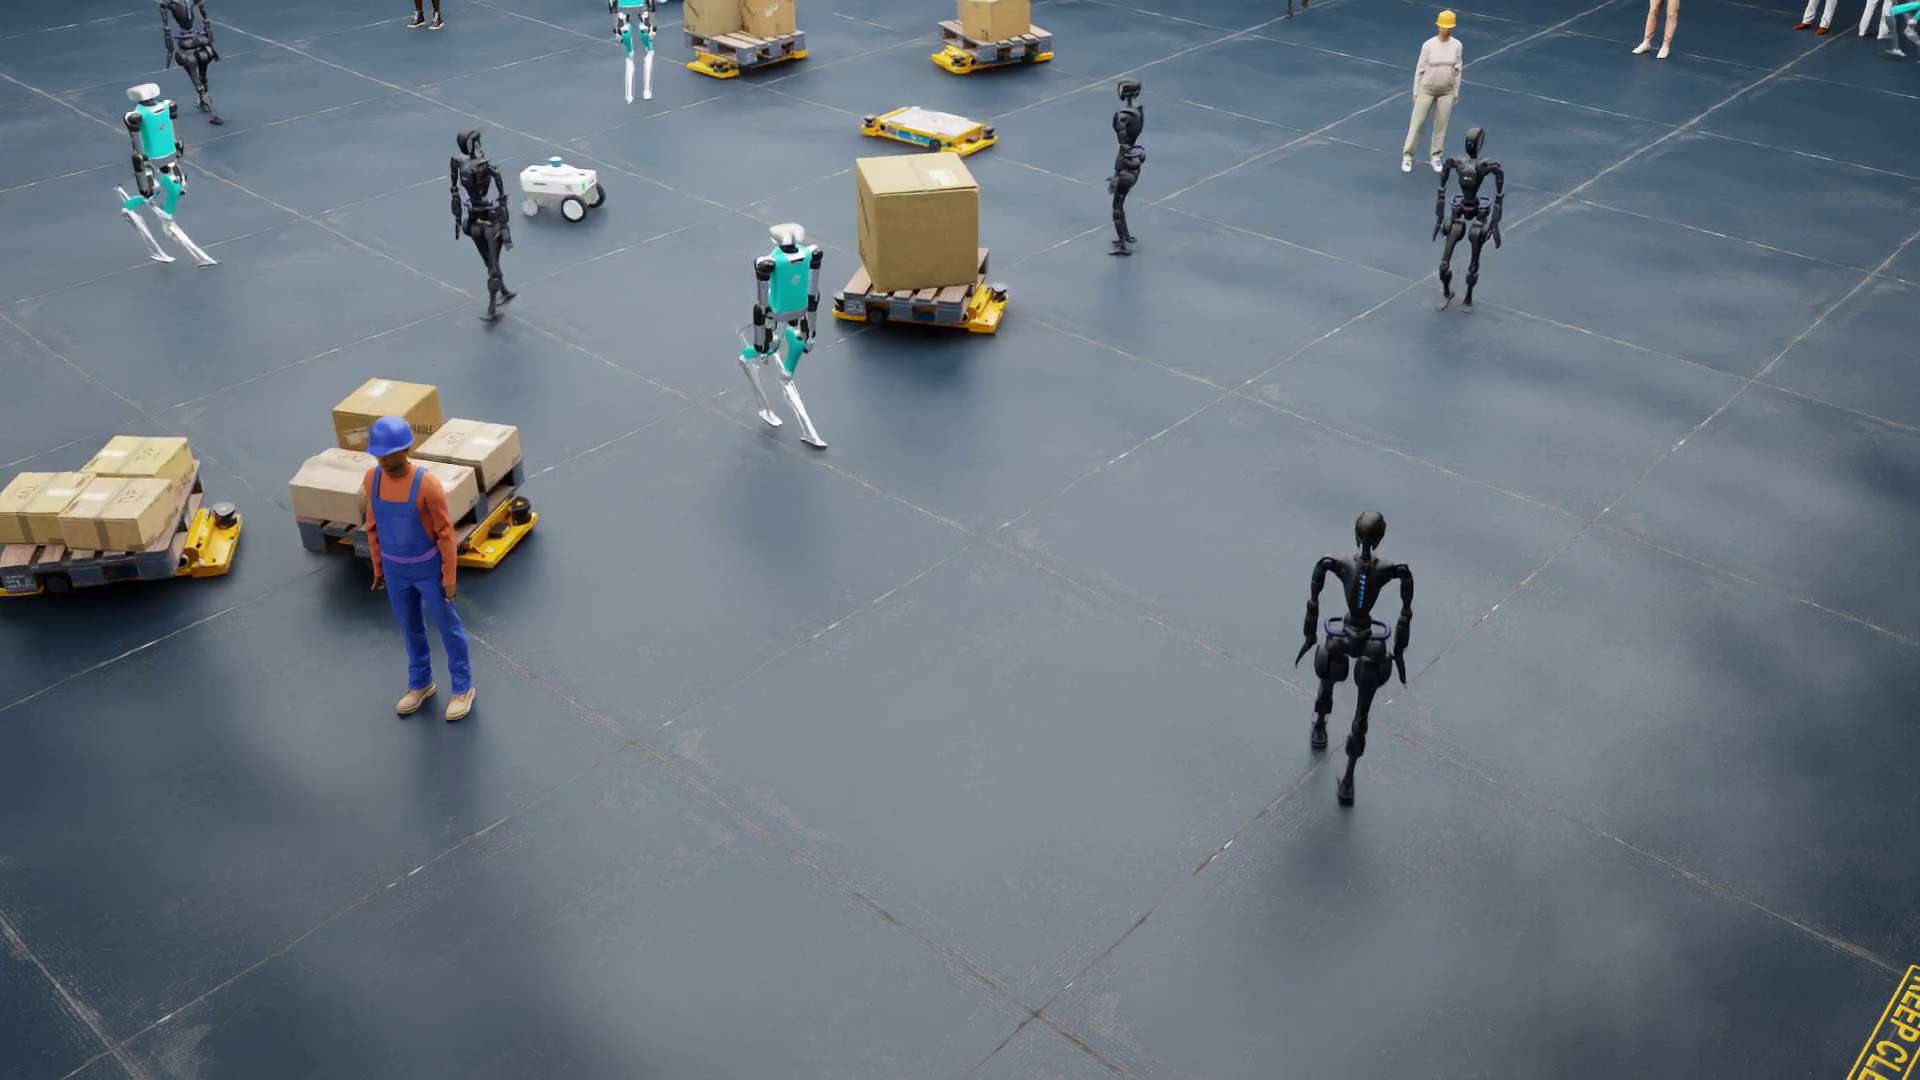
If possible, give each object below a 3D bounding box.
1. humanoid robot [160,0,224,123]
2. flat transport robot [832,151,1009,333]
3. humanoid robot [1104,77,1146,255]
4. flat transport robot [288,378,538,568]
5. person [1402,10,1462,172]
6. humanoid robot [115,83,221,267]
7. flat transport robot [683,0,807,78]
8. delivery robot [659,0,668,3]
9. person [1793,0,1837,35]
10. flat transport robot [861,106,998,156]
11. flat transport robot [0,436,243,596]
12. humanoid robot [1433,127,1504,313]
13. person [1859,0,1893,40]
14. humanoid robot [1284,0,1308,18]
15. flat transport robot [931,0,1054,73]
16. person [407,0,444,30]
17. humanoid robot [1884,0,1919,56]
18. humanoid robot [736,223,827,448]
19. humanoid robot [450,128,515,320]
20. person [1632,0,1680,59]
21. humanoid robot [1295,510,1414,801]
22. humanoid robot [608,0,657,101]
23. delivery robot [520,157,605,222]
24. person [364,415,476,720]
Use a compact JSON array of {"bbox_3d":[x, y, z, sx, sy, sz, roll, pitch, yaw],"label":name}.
[{"bbox_3d":[-8.737,-5.579,18.848,0.774,1.627,0.608,21,38,30],"label":"humanoid robot"},{"bbox_3d":[-0.344,-2.067,14.483,1.431,0.231,0.659,7,33,11],"label":"flat transport robot"},{"bbox_3d":[1.529,-3.440,15.359,0.310,1.655,0.608,10,33,15],"label":"humanoid robot"},{"bbox_3d":[-3.705,-0.108,11.327,1.431,0.231,0.659,8,33,13],"label":"flat transport robot"},{"bbox_3d":[4.955,-4.666,17.321,0.479,1.687,0.341,-1,32,-1],"label":"person"},{"bbox_3d":[-7.287,-3.244,14.992,0.922,1.767,0.540,13,34,20],"label":"humanoid robot"},{"bbox_3d":[-2.691,-6.121,21.011,0.659,0.231,1.431,27,41,36],"label":"flat transport robot"},{"bbox_3d":[-3.990,-8.005,23.782,0.801,0.604,0.499,-11,33,-17],"label":"delivery robot"},{"bbox_3d":[11.504,-7.631,21.963,0.367,1.832,0.503,-19,37,-28],"label":"person"},{"bbox_3d":[-0.344,-4.555,18.489,1.431,0.231,0.659,21,38,30],"label":"flat transport robot"},{"bbox_3d":[-5.587,0.065,11.050,1.431,0.231,0.659,-6,32,-10],"label":"flat transport robot"},{"bbox_3d":[4.361,-2.732,14.221,0.598,1.642,0.441,15,35,23],"label":"humanoid robot"},{"bbox_3d":[12.169,-7.399,21.766,0.312,1.639,0.515,-25,40,-34],"label":"person"},{"bbox_3d":[4.667,-8.030,22.760,0.609,1.634,0.583,12,34,19],"label":"humanoid robot"},{"bbox_3d":[0.414,-6.179,21.104,1.431,0.231,0.659,-16,35,-24],"label":"flat transport robot"},{"bbox_3d":[-7.240,-7.818,22.136,0.605,1.966,0.368,10,33,15],"label":"person"},{"bbox_3d":[12.030,-6.835,20.769,0.950,1.754,0.546,22,38,31],"label":"humanoid robot"},{"bbox_3d":[-1.361,-1.537,12.254,0.546,1.772,0.911,-22,38,-31],"label":"humanoid robot"},{"bbox_3d":[-4.108,-2.705,14.197,0.607,1.630,0.717,12,34,19],"label":"humanoid robot"},{"bbox_3d":[8.954,-7.047,20.984,0.512,1.869,0.369,27,41,36],"label":"person"},{"bbox_3d":[2.119,0.560,8.945,0.590,1.626,0.744,6,32,9],"label":"humanoid robot"},{"bbox_3d":[-3.799,-6.047,19.499,0.535,1.796,0.674,-2,32,-3],"label":"humanoid robot"},{"bbox_3d":[-3.955,-3.497,16.511,0.774,0.592,0.499,7,33,11],"label":"delivery robot"},{"bbox_3d":[-3.062,0.157,9.346,0.515,1.912,0.362,7,32,11],"label":"person"}]
